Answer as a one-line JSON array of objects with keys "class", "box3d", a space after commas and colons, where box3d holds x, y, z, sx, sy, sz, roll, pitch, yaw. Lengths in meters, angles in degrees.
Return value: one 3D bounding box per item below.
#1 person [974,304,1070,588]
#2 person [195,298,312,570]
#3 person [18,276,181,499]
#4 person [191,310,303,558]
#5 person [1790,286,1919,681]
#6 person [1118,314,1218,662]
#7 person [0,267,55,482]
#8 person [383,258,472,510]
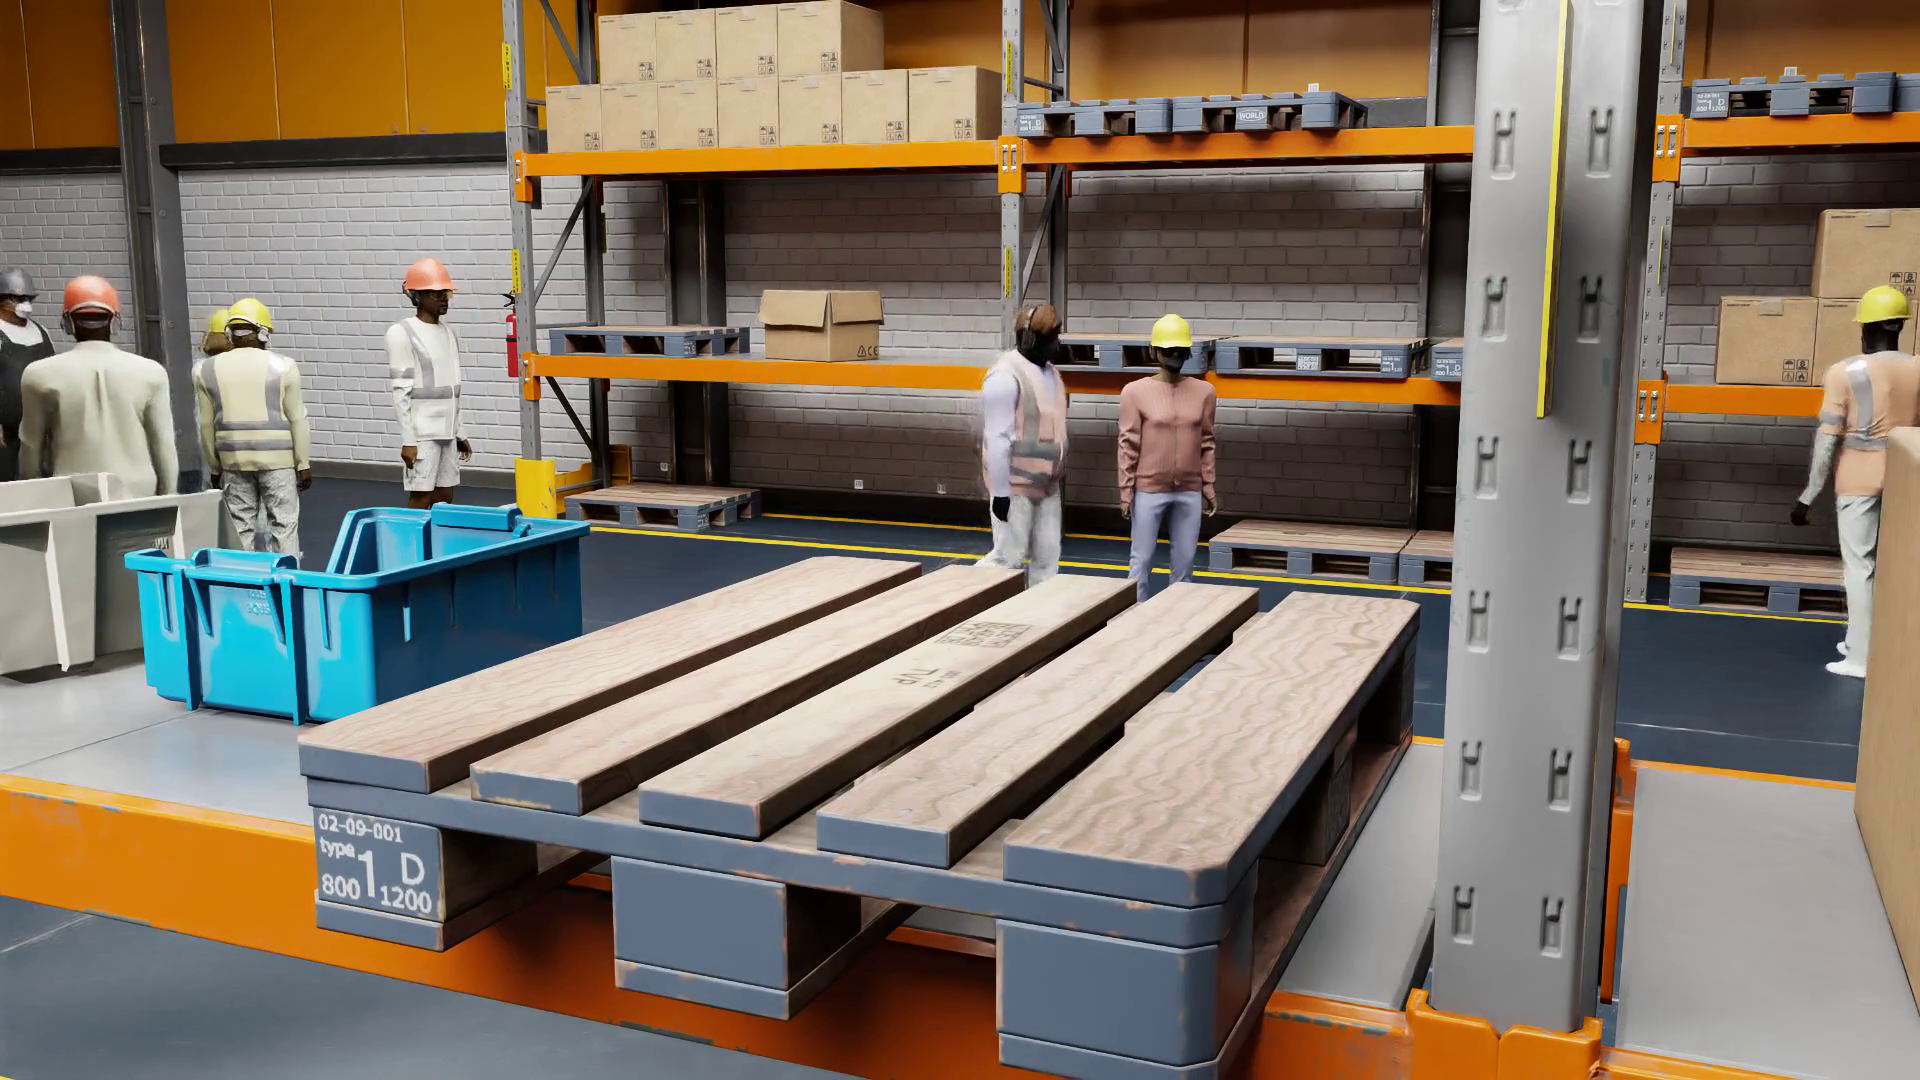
[{"class": "person", "box3d": [0.251, -0.299, 8.525, 0.701, 1.823, 0.642, 7, 12, 35]}, {"class": "person", "box3d": [-3.946, -0.442, 9.372, 0.586, 1.823, 0.403, -1, 10, -4]}, {"class": "person", "box3d": [-3.952, -0.213, 7.615, 0.616, 1.955, 0.954, -7, 12, -38]}, {"class": "person", "box3d": [-4.734, -0.651, 10.950, 0.856, 1.700, 0.508, 6, 11, 31]}, {"class": "person", "box3d": [4.469, -0.277, 8.188, 0.629, 1.914, 0.634, -1, 10, -6]}, {"class": "person", "box3d": [1.050, -0.246, 8.366, 0.534, 1.767, 0.314, -3, 10, -15]}, {"class": "person", "box3d": [-6.423, -0.860, 11.224, 0.934, 2.000, 0.689, 4, 10, 24]}, {"class": "person", "box3d": [-3.131, -0.646, 9.929, 0.378, 2.045, 0.605, 3, 10, 17]}]
